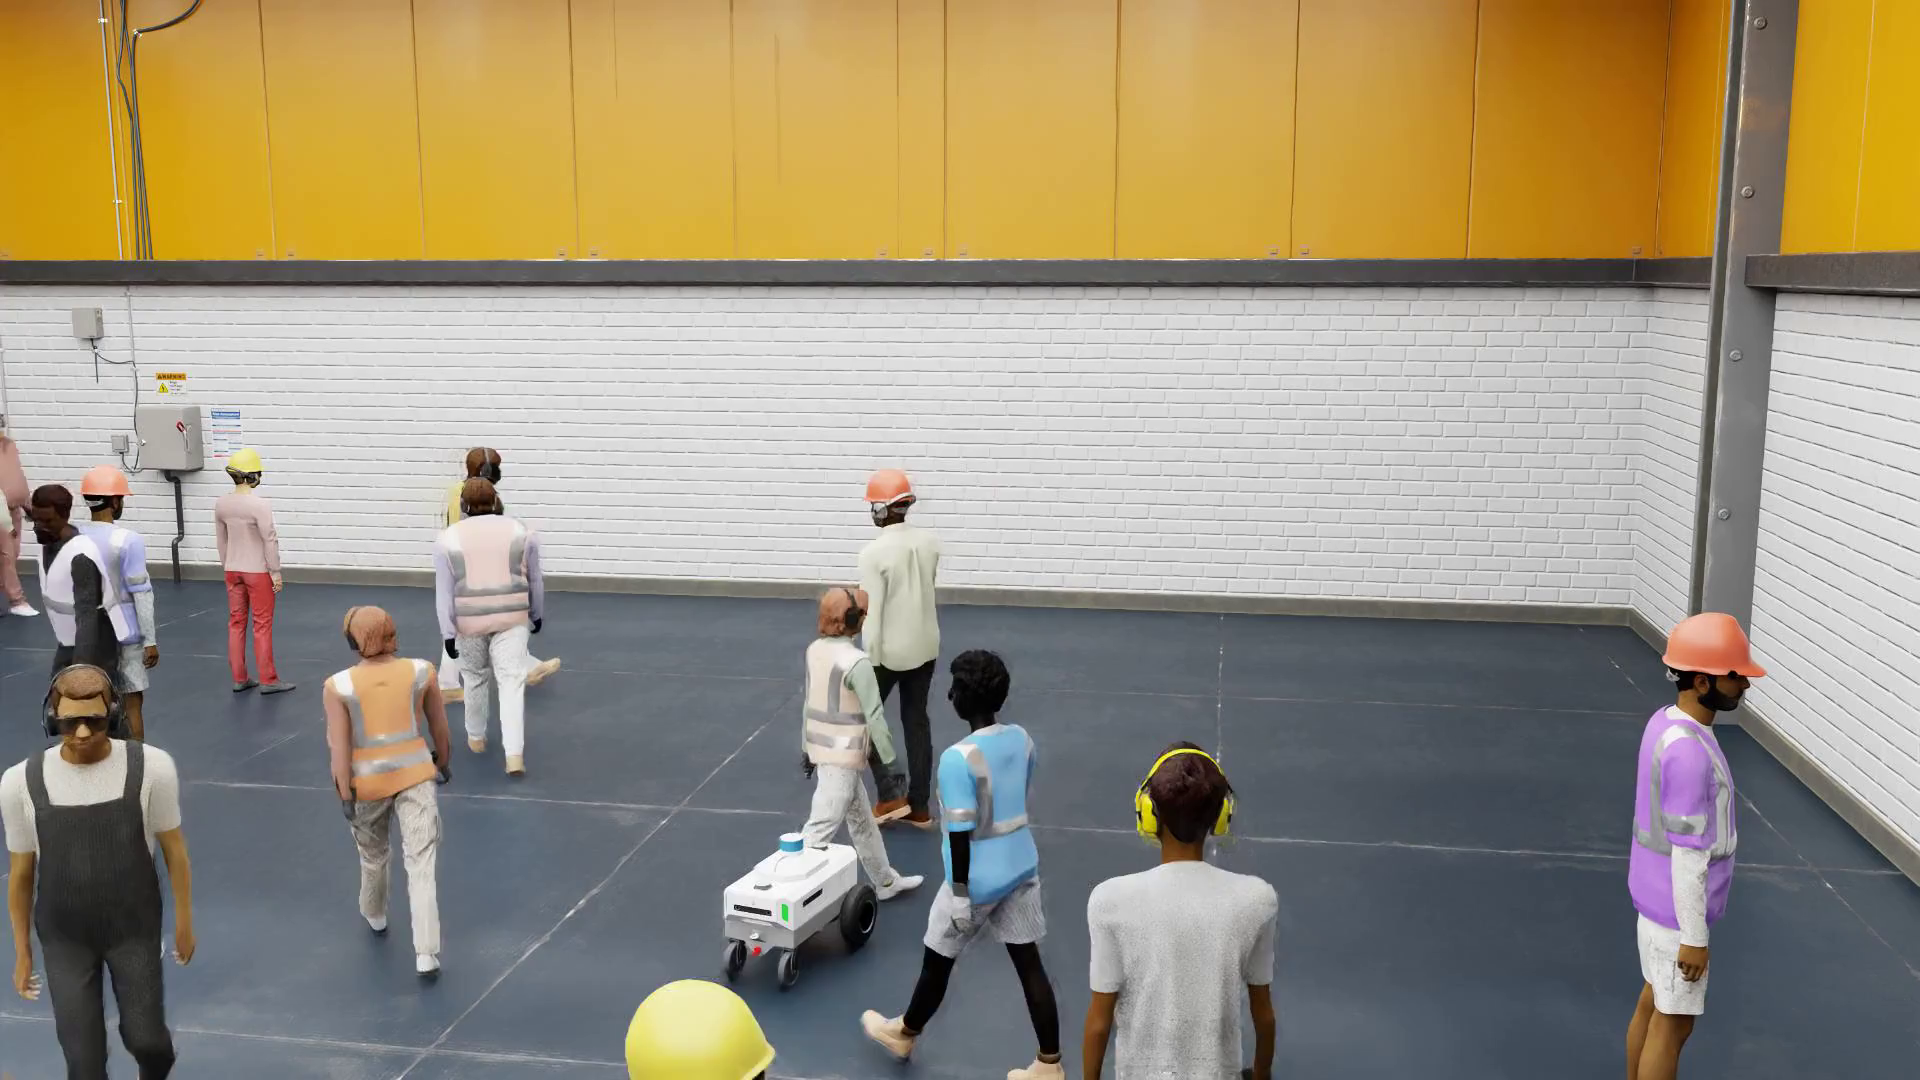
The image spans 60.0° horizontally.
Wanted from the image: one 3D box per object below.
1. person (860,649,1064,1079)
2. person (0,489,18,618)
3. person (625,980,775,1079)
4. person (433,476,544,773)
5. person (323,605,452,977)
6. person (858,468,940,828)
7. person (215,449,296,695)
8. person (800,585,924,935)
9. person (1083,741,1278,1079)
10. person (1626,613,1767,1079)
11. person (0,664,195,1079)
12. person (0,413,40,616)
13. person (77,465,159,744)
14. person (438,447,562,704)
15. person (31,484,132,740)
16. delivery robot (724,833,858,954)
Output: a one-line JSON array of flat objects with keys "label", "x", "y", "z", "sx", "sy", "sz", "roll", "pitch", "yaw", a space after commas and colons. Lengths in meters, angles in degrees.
[{"label": "person", "x": 0.049, "y": 1.216, "z": 6.174, "sx": 0.879, "sy": 1.645, "sz": 0.555, "roll": 7, "pitch": 12, "yaw": 37}, {"label": "person", "x": -8.360, "y": -0.099, "z": 14.094, "sx": 0.521, "sy": 1.722, "sz": 0.856, "roll": 2, "pitch": 9, "yaw": 10}, {"label": "person", "x": -0.280, "y": 1.661, "z": 2.772, "sx": 0.660, "sy": 1.868, "sz": 0.962, "roll": -2, "pitch": 9, "yaw": -13}, {"label": "person", "x": -2.864, "y": 0.506, "z": 10.170, "sx": 0.637, "sy": 1.797, "sz": 0.971, "roll": -3, "pitch": 10, "yaw": -17}, {"label": "person", "x": -2.491, "y": 1.067, "z": 7.307, "sx": 0.540, "sy": 1.578, "sz": 0.917, "roll": -5, "pitch": 10, "yaw": -27}, {"label": "person", "x": -0.335, "y": 0.597, "z": 9.036, "sx": 0.631, "sy": 1.973, "sz": 0.473, "roll": -9, "pitch": 13, "yaw": -43}, {"label": "person", "x": -5.076, "y": 0.230, "z": 11.923, "sx": 0.522, "sy": 1.769, "sz": 0.310, "roll": 4, "pitch": 10, "yaw": 21}, {"label": "person", "x": -0.540, "y": 1.006, "z": 7.686, "sx": 0.878, "sy": 1.591, "sz": 0.525, "roll": -5, "pitch": 10, "yaw": -28}, {"label": "person", "x": 0.545, "y": 1.432, "z": 4.248, "sx": 0.564, "sy": 1.846, "sz": 0.417, "roll": -1, "pitch": 9, "yaw": -8}, {"label": "person", "x": 2.397, "y": 1.189, "z": 5.481, "sx": 0.359, "sy": 1.938, "sz": 0.547, "roll": 3, "pitch": 10, "yaw": 15}, {"label": "person", "x": -2.795, "y": 1.253, "z": 5.440, "sx": 0.528, "sy": 1.824, "sz": 0.628, "roll": -4, "pitch": 10, "yaw": -22}, {"label": "person", "x": -8.509, "y": -0.239, "z": 14.556, "sx": 0.733, "sy": 1.864, "sz": 0.709, "roll": 1, "pitch": 9, "yaw": 4}, {"label": "person", "x": -4.846, "y": 0.533, "z": 9.533, "sx": 0.552, "sy": 1.932, "sz": 0.377, "roll": 2, "pitch": 9, "yaw": 9}, {"label": "person", "x": -3.319, "y": 0.237, "z": 11.795, "sx": 0.990, "sy": 1.787, "sz": 0.632, "roll": -6, "pitch": 11, "yaw": -31}, {"label": "person", "x": -4.867, "y": 0.598, "z": 9.306, "sx": 0.610, "sy": 1.874, "sz": 0.554, "roll": 8, "pitch": 12, "yaw": 40}, {"label": "delivery robot", "x": -0.737, "y": 1.535, "z": 7.310, "sx": 0.477, "sy": 0.478, "sz": 0.707, "roll": 4, "pitch": 10, "yaw": 23}]
